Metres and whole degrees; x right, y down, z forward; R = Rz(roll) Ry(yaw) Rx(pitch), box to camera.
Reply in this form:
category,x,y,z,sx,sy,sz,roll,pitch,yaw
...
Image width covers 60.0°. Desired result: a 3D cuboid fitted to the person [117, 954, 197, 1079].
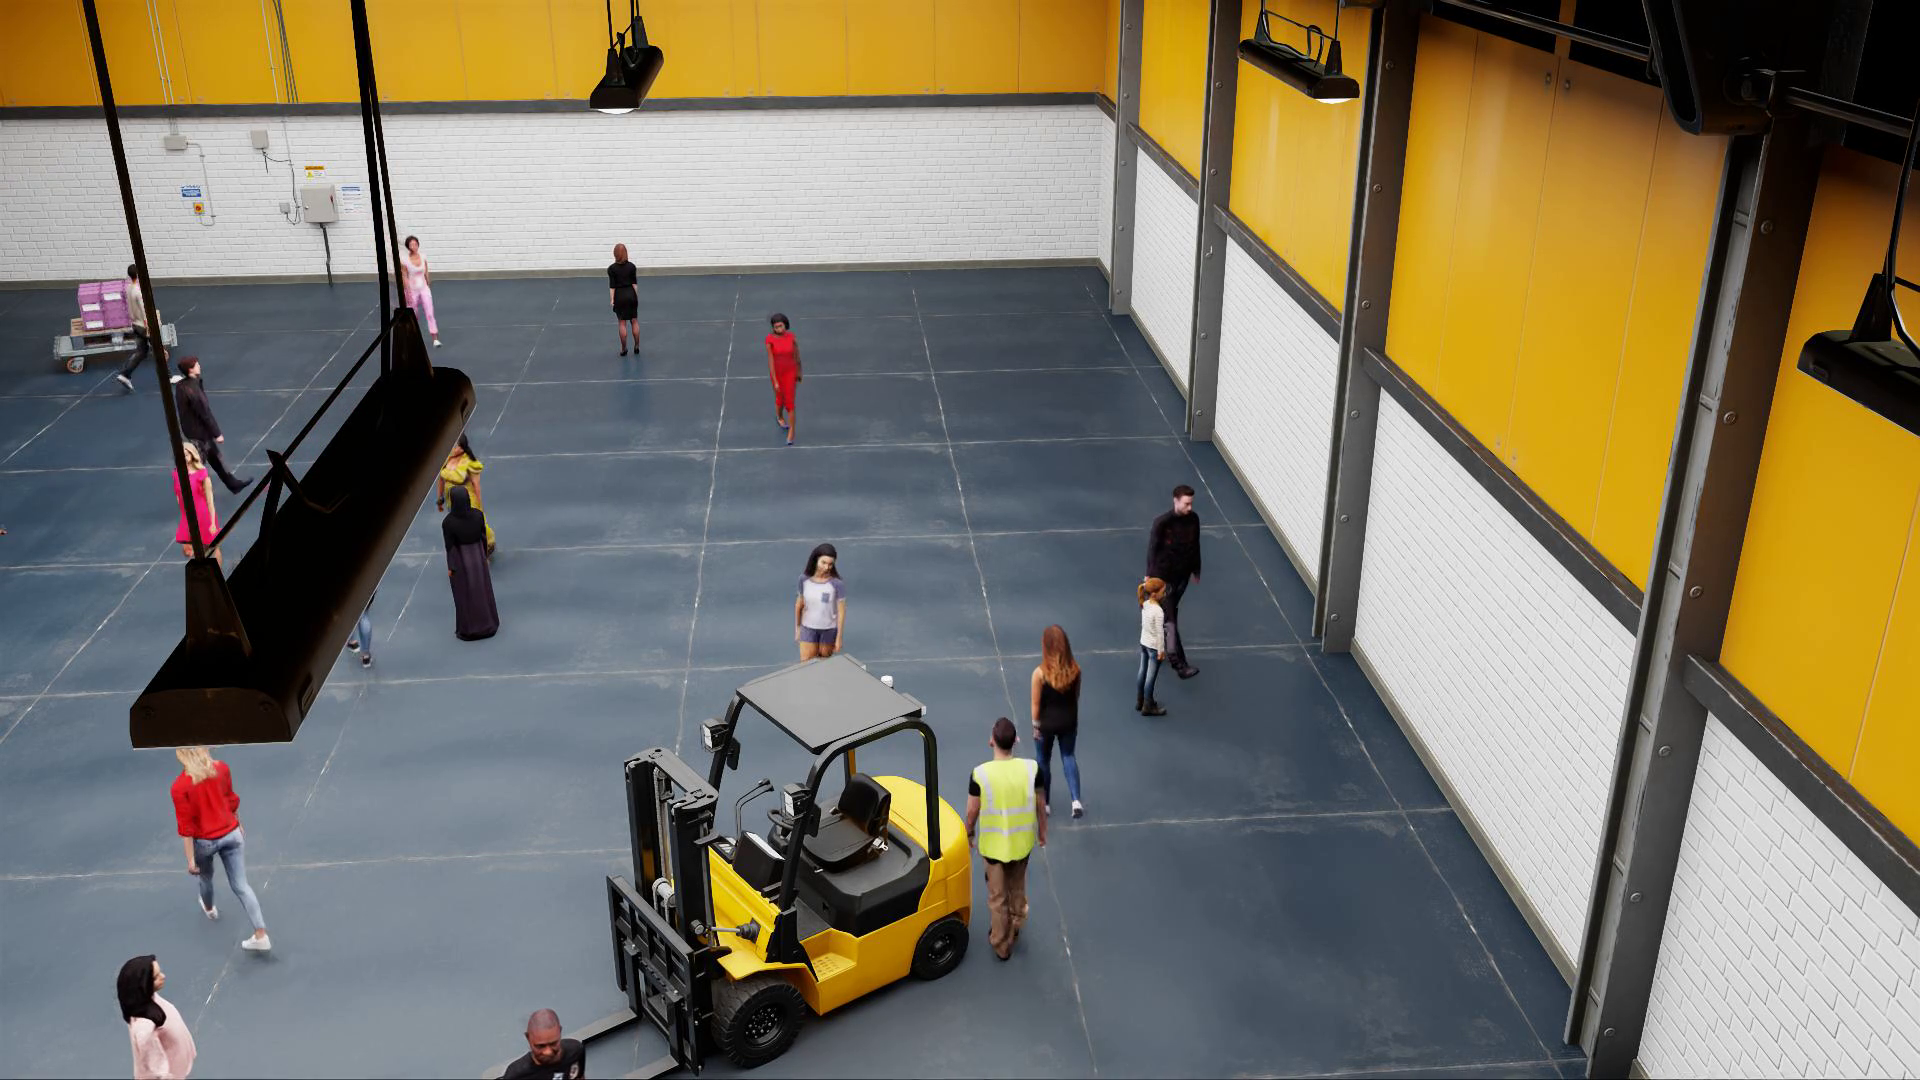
category,x,y,z,sx,sy,sz,roll,pitch,yaw
person,-4.524,3.100,9.448,0.759,1.769,0.590,-9,25,-20

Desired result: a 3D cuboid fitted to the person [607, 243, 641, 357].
category,x,y,z,sx,sy,sz,roll,pitch,yaw
person,-4.995,-3.588,24.824,0.650,1.706,0.625,-12,26,-25

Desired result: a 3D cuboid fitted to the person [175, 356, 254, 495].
category,x,y,z,sx,sy,sz,roll,pitch,yaw
person,-8.899,-1.197,19.251,1.187,1.790,1.202,-19,30,-36

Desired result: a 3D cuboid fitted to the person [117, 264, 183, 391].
category,x,y,z,sx,sy,sz,roll,pitch,yaw
person,-11.514,-2.960,23.293,1.105,1.783,1.183,17,29,34

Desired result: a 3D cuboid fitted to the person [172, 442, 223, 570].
category,x,y,z,sx,sy,sz,roll,pitch,yaw
person,-7.807,-0.242,17.164,0.629,1.712,0.667,2,24,5

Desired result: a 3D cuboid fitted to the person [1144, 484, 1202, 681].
category,x,y,z,sx,sy,sz,roll,pitch,yaw
person,1.928,0.339,15.658,1.064,1.853,1.295,-14,27,-29

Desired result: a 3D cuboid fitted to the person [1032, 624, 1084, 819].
category,x,y,z,sx,sy,sz,roll,pitch,yaw
person,0.795,1.492,13.201,0.682,1.709,0.899,-7,25,-16

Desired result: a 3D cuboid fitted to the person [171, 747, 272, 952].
category,x,y,z,sx,sy,sz,roll,pitch,yaw
person,-5.205,2.178,11.722,1.214,1.635,1.172,16,28,32

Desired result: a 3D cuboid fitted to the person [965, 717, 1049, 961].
category,x,y,z,sx,sy,sz,roll,pitch,yaw
person,0.343,2.133,11.588,0.794,1.827,0.874,-6,24,-14

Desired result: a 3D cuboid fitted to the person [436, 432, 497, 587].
category,x,y,z,sx,sy,sz,roll,pitch,yaw
person,-5.233,-0.403,17.651,1.028,1.618,1.291,9,25,19

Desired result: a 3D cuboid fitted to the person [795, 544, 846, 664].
category,x,y,z,sx,sy,sz,roll,pitch,yaw
person,-1.265,0.800,14.794,0.674,1.701,0.718,6,24,13

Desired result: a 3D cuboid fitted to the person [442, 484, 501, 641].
category,x,y,z,sx,sy,sz,roll,pitch,yaw
person,-4.818,0.201,16.272,0.708,1.614,0.752,-19,30,-37

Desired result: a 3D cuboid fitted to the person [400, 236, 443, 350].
category,x,y,z,sx,sy,sz,roll,pitch,yaw
person,-8.247,-3.744,25.193,0.933,1.698,1.189,-14,27,-30

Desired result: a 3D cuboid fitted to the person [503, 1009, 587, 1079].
category,x,y,z,sx,sy,sz,roll,pitch,yaw
person,-2.202,3.271,9.013,0.799,1.803,0.757,21,31,40

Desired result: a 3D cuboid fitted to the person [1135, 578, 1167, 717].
category,x,y,z,sx,sy,sz,roll,pitch,yaw
person,1.713,0.952,14.931,0.572,1.313,0.460,-9,25,-19

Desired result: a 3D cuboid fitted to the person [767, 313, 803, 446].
category,x,y,z,sx,sy,sz,roll,pitch,yaw
person,-2.260,-2.109,21.451,0.626,1.698,0.961,-7,24,-15
